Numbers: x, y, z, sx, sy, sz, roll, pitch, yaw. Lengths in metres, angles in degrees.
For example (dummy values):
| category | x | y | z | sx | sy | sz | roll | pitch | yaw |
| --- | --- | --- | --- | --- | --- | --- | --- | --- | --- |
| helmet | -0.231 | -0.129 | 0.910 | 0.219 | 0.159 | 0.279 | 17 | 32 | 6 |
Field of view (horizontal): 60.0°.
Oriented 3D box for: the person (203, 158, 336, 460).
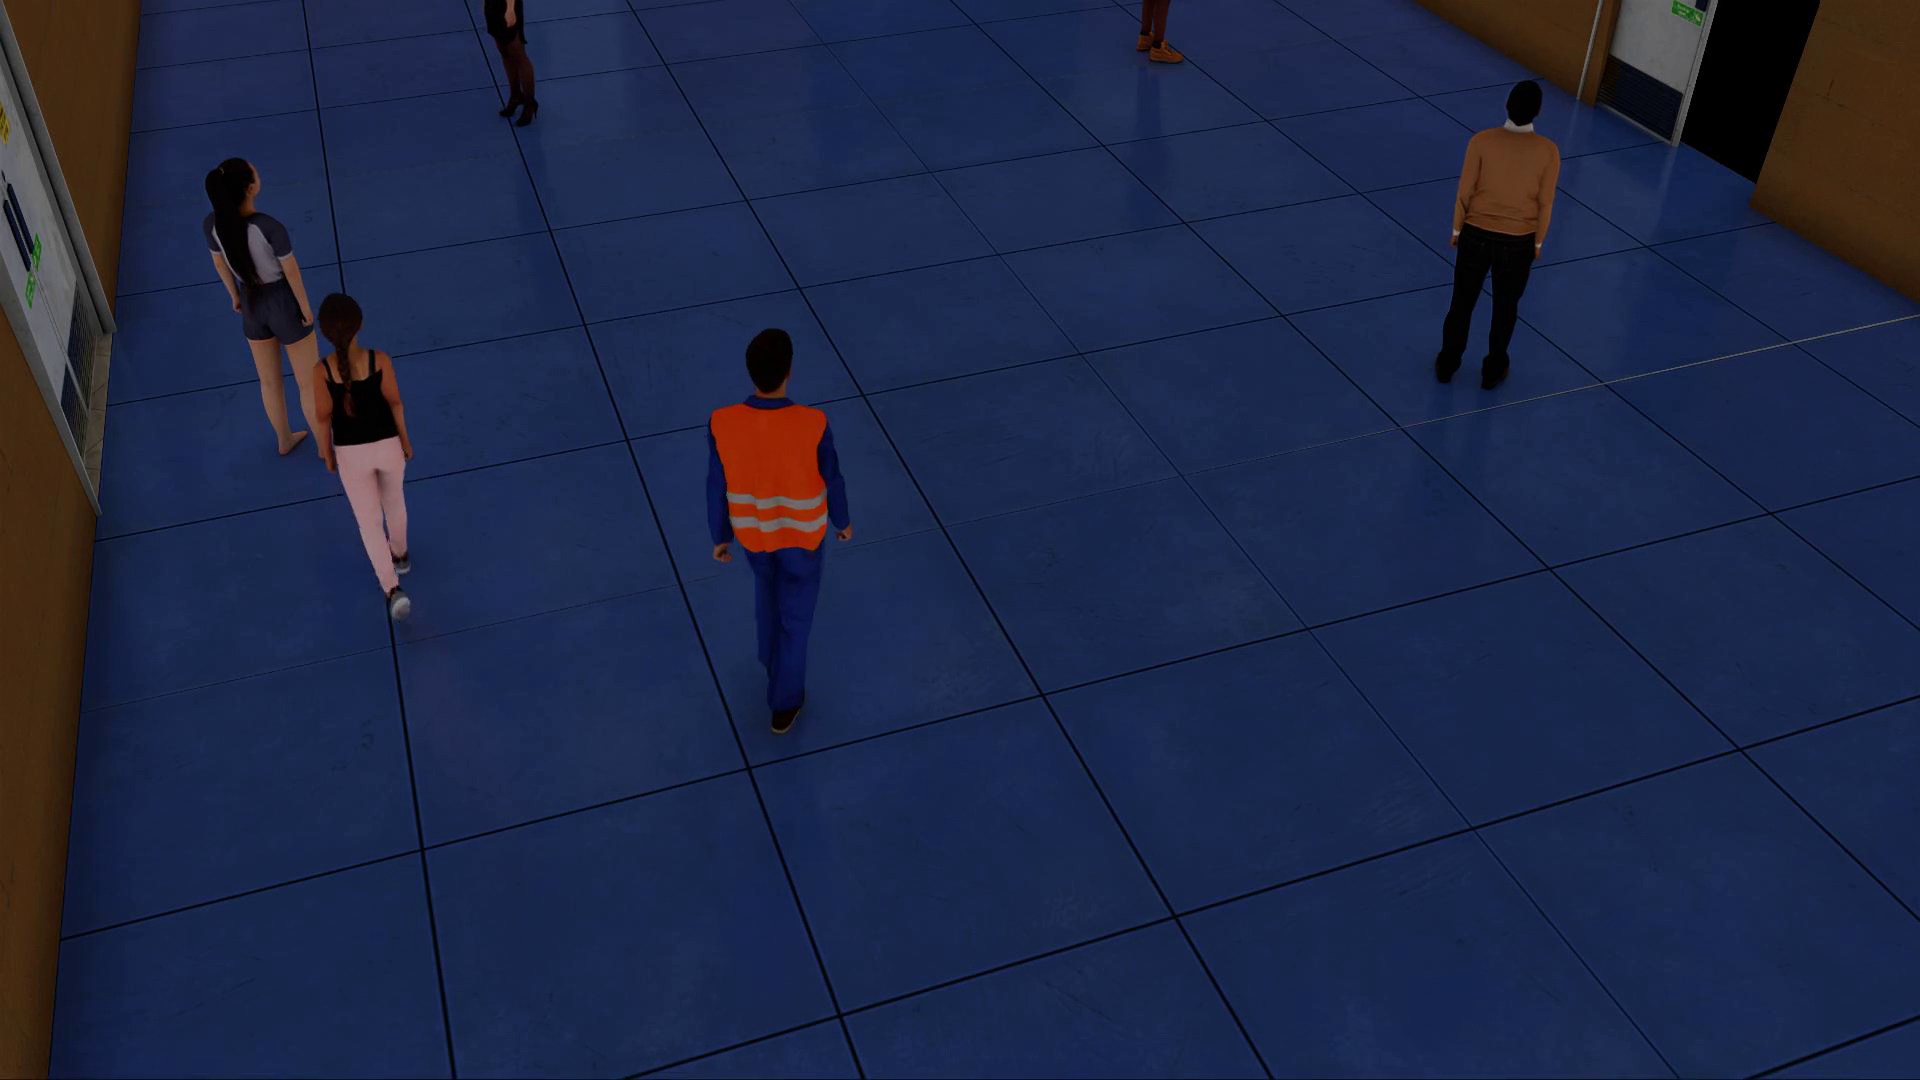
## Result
| category | x | y | z | sx | sy | sz | roll | pitch | yaw |
| --- | --- | --- | --- | --- | --- | --- | --- | --- | --- |
| person | -3.484 | -1.149 | 8.421 | 0.622 | 1.650 | 0.731 | 7 | 38 | 10 |

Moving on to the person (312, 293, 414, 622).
| category | x | y | z | sx | sy | sz | roll | pitch | yaw |
| --- | --- | --- | --- | --- | --- | --- | --- | --- | --- |
| person | -2.631 | -0.350 | 7.449 | 0.951 | 1.540 | 0.671 | -19 | 41 | -24 |

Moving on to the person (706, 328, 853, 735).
| category | x | y | z | sx | sy | sz | roll | pitch | yaw |
| --- | --- | --- | --- | --- | --- | --- | --- | --- | --- |
| person | -0.741 | 0.038 | 6.674 | 0.820 | 1.848 | 0.903 | 6 | 37 | 8 |

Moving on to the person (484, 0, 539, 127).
| category | x | y | z | sx | sy | sz | roll | pitch | yaw |
| --- | --- | --- | --- | --- | --- | --- | --- | --- | --- |
| person | -3.278 | -3.839 | 11.944 | 0.601 | 1.706 | 0.643 | -25 | 44 | -29 |

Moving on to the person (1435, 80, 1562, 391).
| category | x | y | z | sx | sy | sz | roll | pitch | yaw |
| --- | --- | --- | --- | --- | --- | --- | --- | --- | --- |
| person | 2.897 | -1.628 | 8.971 | 0.737 | 1.755 | 0.815 | 12 | 39 | 16 |

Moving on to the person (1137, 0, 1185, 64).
| category | x | y | z | sx | sy | sz | roll | pitch | yaw |
| --- | --- | --- | --- | --- | --- | --- | --- | --- | --- |
| person | 1.601 | -4.641 | 13.009 | 0.625 | 1.727 | 0.633 | -8 | 38 | -10 |
